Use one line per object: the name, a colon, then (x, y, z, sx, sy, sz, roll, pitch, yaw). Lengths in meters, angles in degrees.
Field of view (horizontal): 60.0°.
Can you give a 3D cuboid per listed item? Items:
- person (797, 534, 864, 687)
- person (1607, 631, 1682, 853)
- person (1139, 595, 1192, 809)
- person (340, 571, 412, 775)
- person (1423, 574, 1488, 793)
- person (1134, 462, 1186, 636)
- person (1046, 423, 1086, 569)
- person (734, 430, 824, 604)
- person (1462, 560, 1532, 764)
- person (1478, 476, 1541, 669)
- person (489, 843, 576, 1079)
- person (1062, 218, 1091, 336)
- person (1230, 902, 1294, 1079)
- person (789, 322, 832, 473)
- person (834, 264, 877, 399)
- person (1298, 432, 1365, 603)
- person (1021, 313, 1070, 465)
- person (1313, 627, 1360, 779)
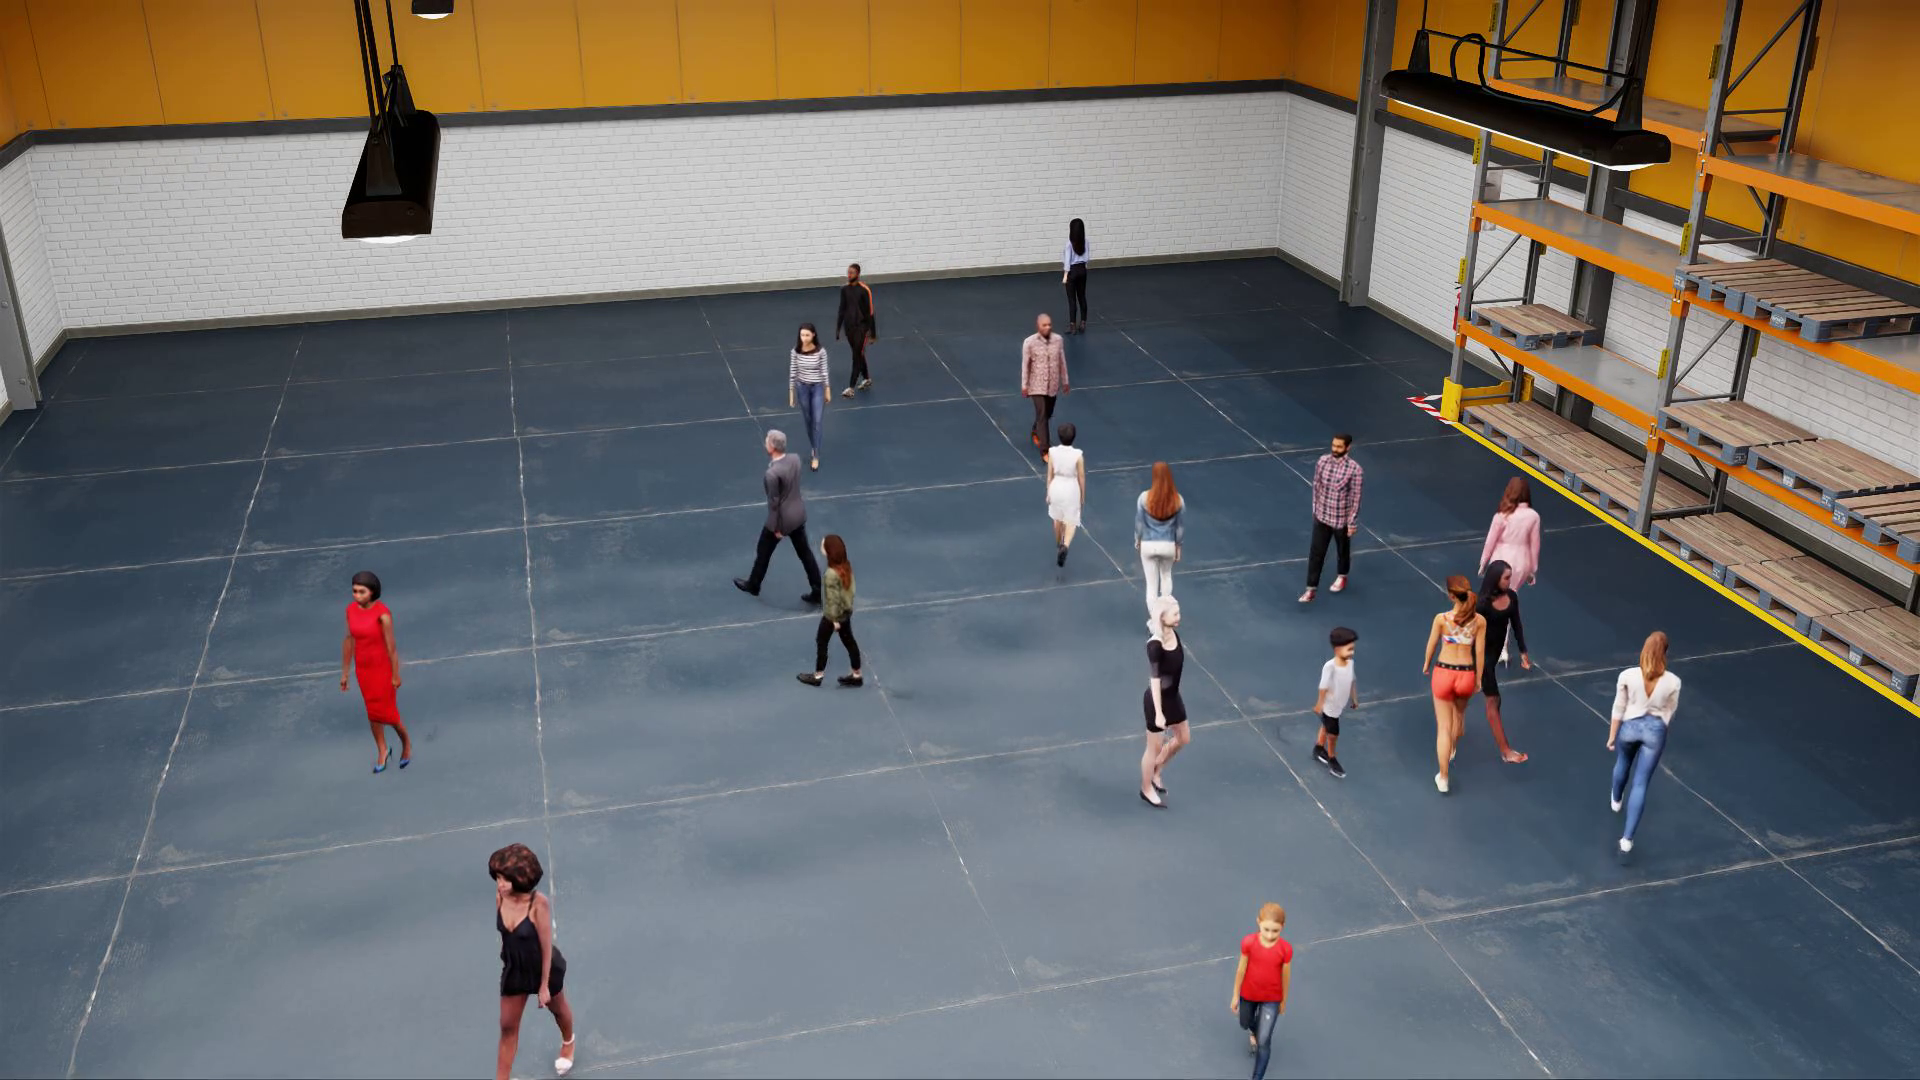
person: (-1.012, 0.645, 14.744, 0.877, 1.455, 0.862, 7, 25, 16)
person: (5.100, 1.532, 12.433, 1.098, 1.680, 1.201, 10, 26, 22)
person: (1.480, 1.254, 12.893, 0.762, 1.821, 0.708, 15, 28, 30)
person: (-4.708, 1.040, 13.482, 0.704, 1.741, 0.740, 7, 25, 16)
person: (3.912, 1.172, 13.169, 0.836, 1.750, 1.076, 3, 24, 7)
person: (1.875, 0.123, 15.659, 0.698, 1.679, 0.781, 0, 24, -1)
person: (1.071, -0.435, 17.114, 0.838, 1.535, 1.011, 6, 24, 14)
person: (-1.633, -0.181, 16.220, 1.302, 1.787, 1.235, 14, 27, 28)
person: (4.305, 0.942, 13.805, 0.922, 1.661, 1.278, -16, 28, -32)
person: (5.000, 0.328, 15.067, 0.773, 1.777, 1.000, -1, 24, -2)
person: (-2.515, 2.554, 10.006, 0.951, 1.751, 1.111, 8, 25, 17)
person: (1.739, -3.949, 24.893, 0.722, 1.743, 0.692, -17, 29, -34)
person: (1.832, 2.740, 10.154, 0.769, 1.292, 0.909, 8, 25, 17)
person: (-1.768, -1.745, 19.829, 0.805, 1.760, 1.015, 1, 24, 2)
person: (-1.319, -2.829, 22.295, 1.098, 1.772, 1.137, 14, 27, 29)
person: (3.744, -0.243, 16.445, 1.153, 1.718, 1.166, 17, 29, 33)
person: (0.996, -1.882, 20.111, 0.794, 1.785, 1.245, -10, 25, -21)
person: (3.018, 1.265, 13.591, 0.617, 1.242, 0.730, -16, 28, -32)
